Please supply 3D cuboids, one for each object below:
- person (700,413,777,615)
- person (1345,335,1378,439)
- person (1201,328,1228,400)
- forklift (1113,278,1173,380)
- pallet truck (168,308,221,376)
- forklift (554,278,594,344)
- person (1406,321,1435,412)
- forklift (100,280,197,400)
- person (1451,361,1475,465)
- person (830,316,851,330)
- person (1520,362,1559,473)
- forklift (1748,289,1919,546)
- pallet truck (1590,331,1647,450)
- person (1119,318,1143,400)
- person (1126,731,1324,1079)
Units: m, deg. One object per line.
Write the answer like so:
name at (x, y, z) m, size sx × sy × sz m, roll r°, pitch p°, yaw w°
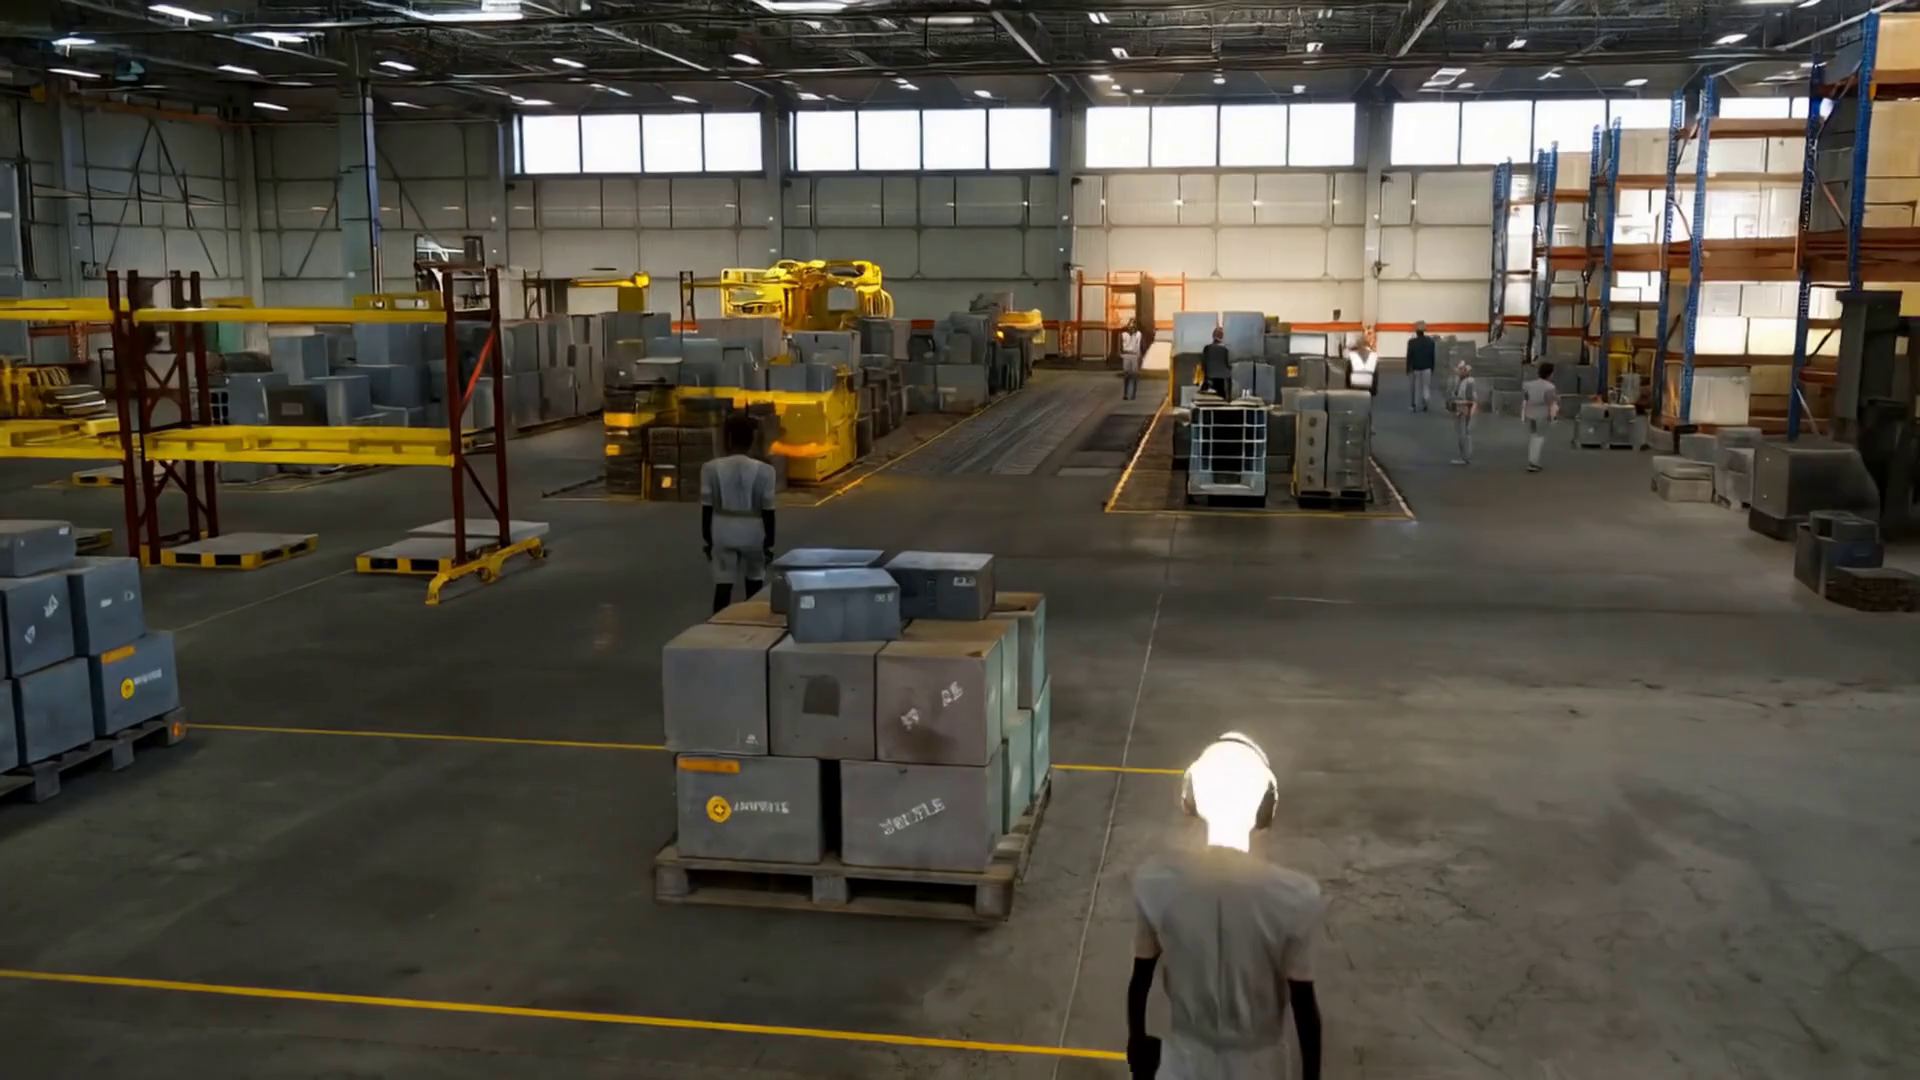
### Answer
person at (-1.715, -0.004, 12.843) m, size 0.611 × 1.940 × 0.782 m, roll 0°, pitch 9°, yaw -1°
person at (7.213, -2.725, 29.782) m, size 0.625 × 1.876 × 0.937 m, roll 0°, pitch 9°, yaw -3°
person at (4.888, -3.091, 31.907) m, size 0.366 × 1.931 × 0.630 m, roll -7°, pitch 12°, yaw -39°
forklift at (5.229, -5.832, 45.882) m, size 1.873 × 2.768 × 1.129 m, roll 1°, pitch 9°, yaw 9°
pallet truck at (-21.869, -5.598, 47.154) m, size 0.823 × 1.965 × 1.885 m, roll 4°, pitch 10°, yaw 26°
forklift at (-10.783, -5.716, 45.168) m, size 1.873 × 2.768 × 1.129 m, roll -3°, pitch 10°, yaw -17°
person at (9.907, -3.726, 35.730) m, size 0.623 × 1.970 × 0.902 m, roll 0°, pitch 9°, yaw 3°
forklift at (-19.095, -4.717, 39.004) m, size 1.873 × 2.768 × 1.129 m, roll -1°, pitch 9°, yaw -6°
person at (7.887, -1.990, 26.031) m, size 0.321 × 1.631 × 0.527 m, roll 0°, pitch 9°, yaw 0°
person at (-2.992, -4.689, 41.869) m, size 0.635 × 1.909 × 0.970 m, roll 0°, pitch 9°, yaw 1°
person at (8.754, -1.848, 25.031) m, size 0.552 × 1.667 × 0.576 m, roll -7°, pitch 11°, yaw -36°
forklift at (9.964, -1.384, 18.447) m, size 1.873 × 2.768 × 1.129 m, roll 1°, pitch 9°, yaw 9°
pallet truck at (11.253, -2.573, 28.499) m, size 0.823 × 1.965 × 1.885 m, roll 5°, pitch 10°, yaw 27°
person at (3.989, -4.228, 38.901) m, size 0.547 × 1.934 × 0.376 m, roll 5°, pitch 10°, yaw 28°
person at (0.717, 1.403, 4.423) m, size 0.565 × 1.848 × 0.670 m, roll 3°, pitch 10°, yaw 18°
